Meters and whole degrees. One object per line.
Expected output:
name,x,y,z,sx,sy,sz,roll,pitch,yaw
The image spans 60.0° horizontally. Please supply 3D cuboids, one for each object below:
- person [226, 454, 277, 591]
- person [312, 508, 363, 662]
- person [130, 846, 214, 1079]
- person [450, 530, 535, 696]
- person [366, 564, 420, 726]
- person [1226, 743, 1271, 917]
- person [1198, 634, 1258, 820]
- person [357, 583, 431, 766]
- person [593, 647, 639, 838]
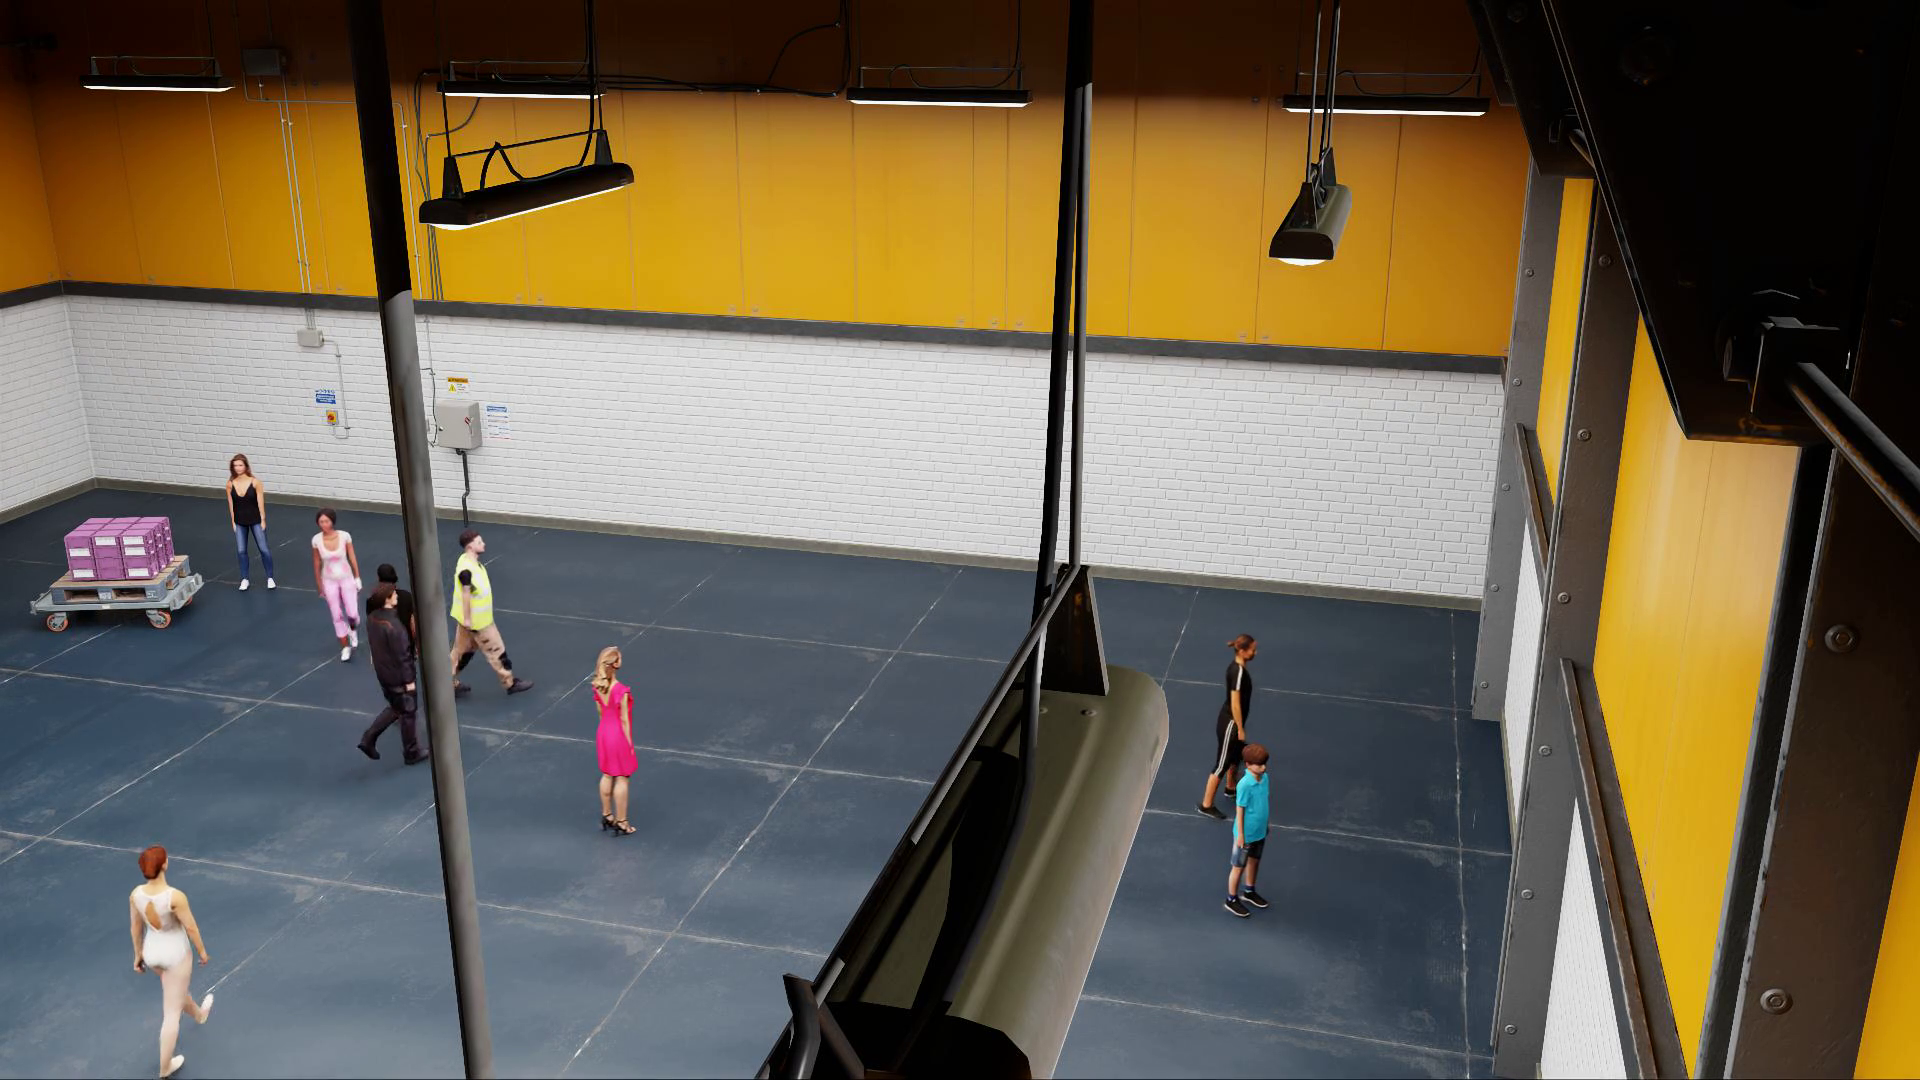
person,-8.644,-0.230,20.220,0.643,1.719,0.639,-3,19,-9
person,-6.773,0.452,18.177,0.769,1.730,0.835,-6,20,-18
person,-5.379,2.867,11.200,0.641,1.606,1.029,3,19,9
person,-5.045,0.788,17.062,1.171,1.805,1.224,-6,19,-16
person,-5.504,1.101,16.233,1.027,1.740,1.022,-14,23,-36
person,2.303,2.271,13.218,0.563,1.448,0.652,-17,25,-41
person,2.442,1.617,14.847,0.828,1.647,0.586,5,19,14
person,-5.347,1.290,15.539,1.064,1.824,0.967,-17,25,-42
person,-2.994,1.737,14.375,0.657,1.720,0.679,17,25,41
